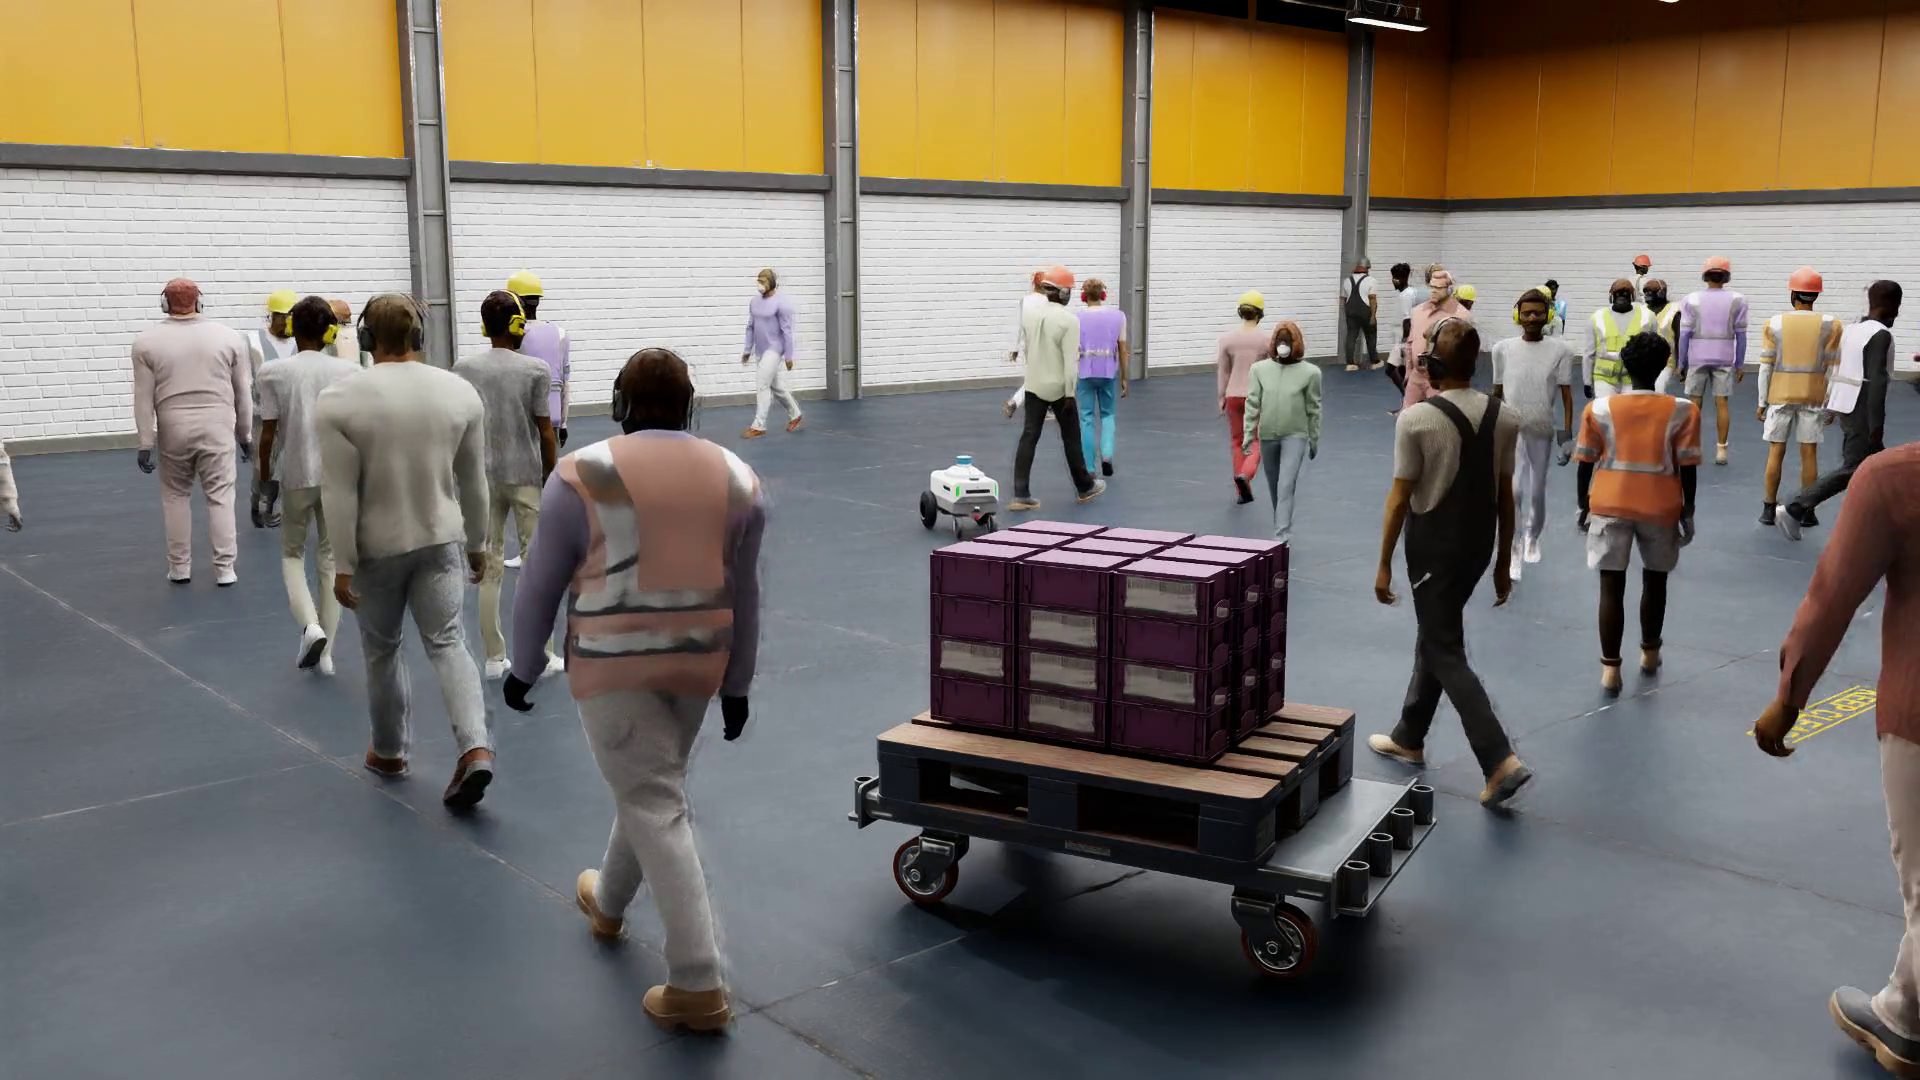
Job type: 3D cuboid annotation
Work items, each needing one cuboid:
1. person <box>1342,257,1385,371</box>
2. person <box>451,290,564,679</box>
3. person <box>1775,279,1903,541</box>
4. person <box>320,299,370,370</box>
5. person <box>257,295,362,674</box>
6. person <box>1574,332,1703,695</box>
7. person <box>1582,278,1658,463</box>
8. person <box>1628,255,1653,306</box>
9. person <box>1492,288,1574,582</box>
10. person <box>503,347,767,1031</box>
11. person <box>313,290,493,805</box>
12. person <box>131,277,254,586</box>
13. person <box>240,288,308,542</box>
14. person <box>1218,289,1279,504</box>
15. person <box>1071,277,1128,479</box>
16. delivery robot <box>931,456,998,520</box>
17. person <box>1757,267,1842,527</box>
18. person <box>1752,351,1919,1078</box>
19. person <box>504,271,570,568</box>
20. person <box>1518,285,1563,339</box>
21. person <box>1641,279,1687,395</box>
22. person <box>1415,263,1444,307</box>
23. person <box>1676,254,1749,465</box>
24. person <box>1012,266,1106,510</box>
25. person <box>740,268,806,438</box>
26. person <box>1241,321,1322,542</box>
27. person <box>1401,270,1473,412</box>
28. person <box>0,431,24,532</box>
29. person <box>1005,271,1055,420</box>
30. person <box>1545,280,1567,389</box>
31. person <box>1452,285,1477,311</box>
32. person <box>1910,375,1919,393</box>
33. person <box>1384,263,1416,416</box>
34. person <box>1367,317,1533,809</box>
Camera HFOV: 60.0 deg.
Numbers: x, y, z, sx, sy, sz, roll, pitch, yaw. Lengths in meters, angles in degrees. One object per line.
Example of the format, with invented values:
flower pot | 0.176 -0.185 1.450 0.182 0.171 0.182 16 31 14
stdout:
person | 7.179 -4.029 29.531 0.711 2.000 0.944 10 14 44
person | -2.160 -0.256 7.960 0.519 1.865 0.335 1 10 6
person | 6.209 -0.870 11.566 0.858 1.871 0.624 3 10 15
person | -5.508 -1.327 14.891 0.311 1.636 0.523 8 12 38
person | -3.121 -0.255 8.035 0.523 1.841 0.441 -5 11 -29
person | 3.190 -0.145 7.862 0.553 1.661 0.811 4 10 22
person | 5.982 -1.460 15.113 0.645 1.823 0.460 3 10 18
person | 11.753 -3.909 28.817 0.375 2.043 0.610 -2 10 -9
person | 3.648 -0.695 10.647 0.529 1.835 0.948 3 10 18
person | -0.867 0.371 4.570 0.626 1.777 1.009 -8 13 -40
person | -2.024 0.032 6.175 0.643 1.907 0.942 -7 12 -36
person | -4.715 -0.660 10.250 0.673 1.900 0.533 -5 11 -25
person | -4.893 -0.899 11.921 0.602 1.803 0.749 -7 12 -36
person | 2.320 -1.145 13.459 0.543 1.751 0.480 5 11 29
person | 1.226 -1.459 15.101 0.586 1.829 0.449 -1 10 -6
delivery robot | 0.028 -0.374 12.197 0.477 0.478 0.707 -3 10 -16
person | 6.269 -1.064 12.457 0.549 1.942 0.344 5 11 27
person | 2.240 0.400 3.851 0.639 1.953 0.914 -1 10 -7
person | -2.776 -0.770 10.781 0.366 1.927 0.585 6 12 33
person | 6.205 -1.877 17.895 0.493 1.717 0.541 8 13 39
person | 7.419 -1.874 17.659 0.942 1.799 0.642 -5 11 -29
person | 5.617 -2.344 19.976 0.378 1.937 0.628 4 10 22
person | 7.325 -1.759 16.228 0.615 2.041 0.386 3 10 18
person | 0.767 -1.220 13.391 0.624 1.942 1.023 9 13 42
person | -2.101 -2.114 18.754 0.984 1.902 0.632 -9 13 -41
person | 2.187 -0.685 11.283 0.497 1.594 0.870 4 11 24
person | 4.239 -1.456 14.884 0.548 1.894 0.698 -6 11 -32
person | -4.778 -0.122 7.950 0.814 1.595 0.504 7 12 36
person | 0.843 -2.353 20.277 0.812 1.855 0.616 -8 12 -38
person | 9.023 -3.143 25.469 0.544 1.641 0.884 0 10 3
person | 5.360 -1.960 18.364 0.898 1.715 0.586 -4 10 -21
person | 14.289 -3.010 23.960 0.883 1.915 0.559 7 12 36
person | 5.556 -2.504 20.901 0.424 1.936 0.670 3 10 16
person | 1.871 0.071 6.248 0.517 1.808 0.948 -4 10 -20
